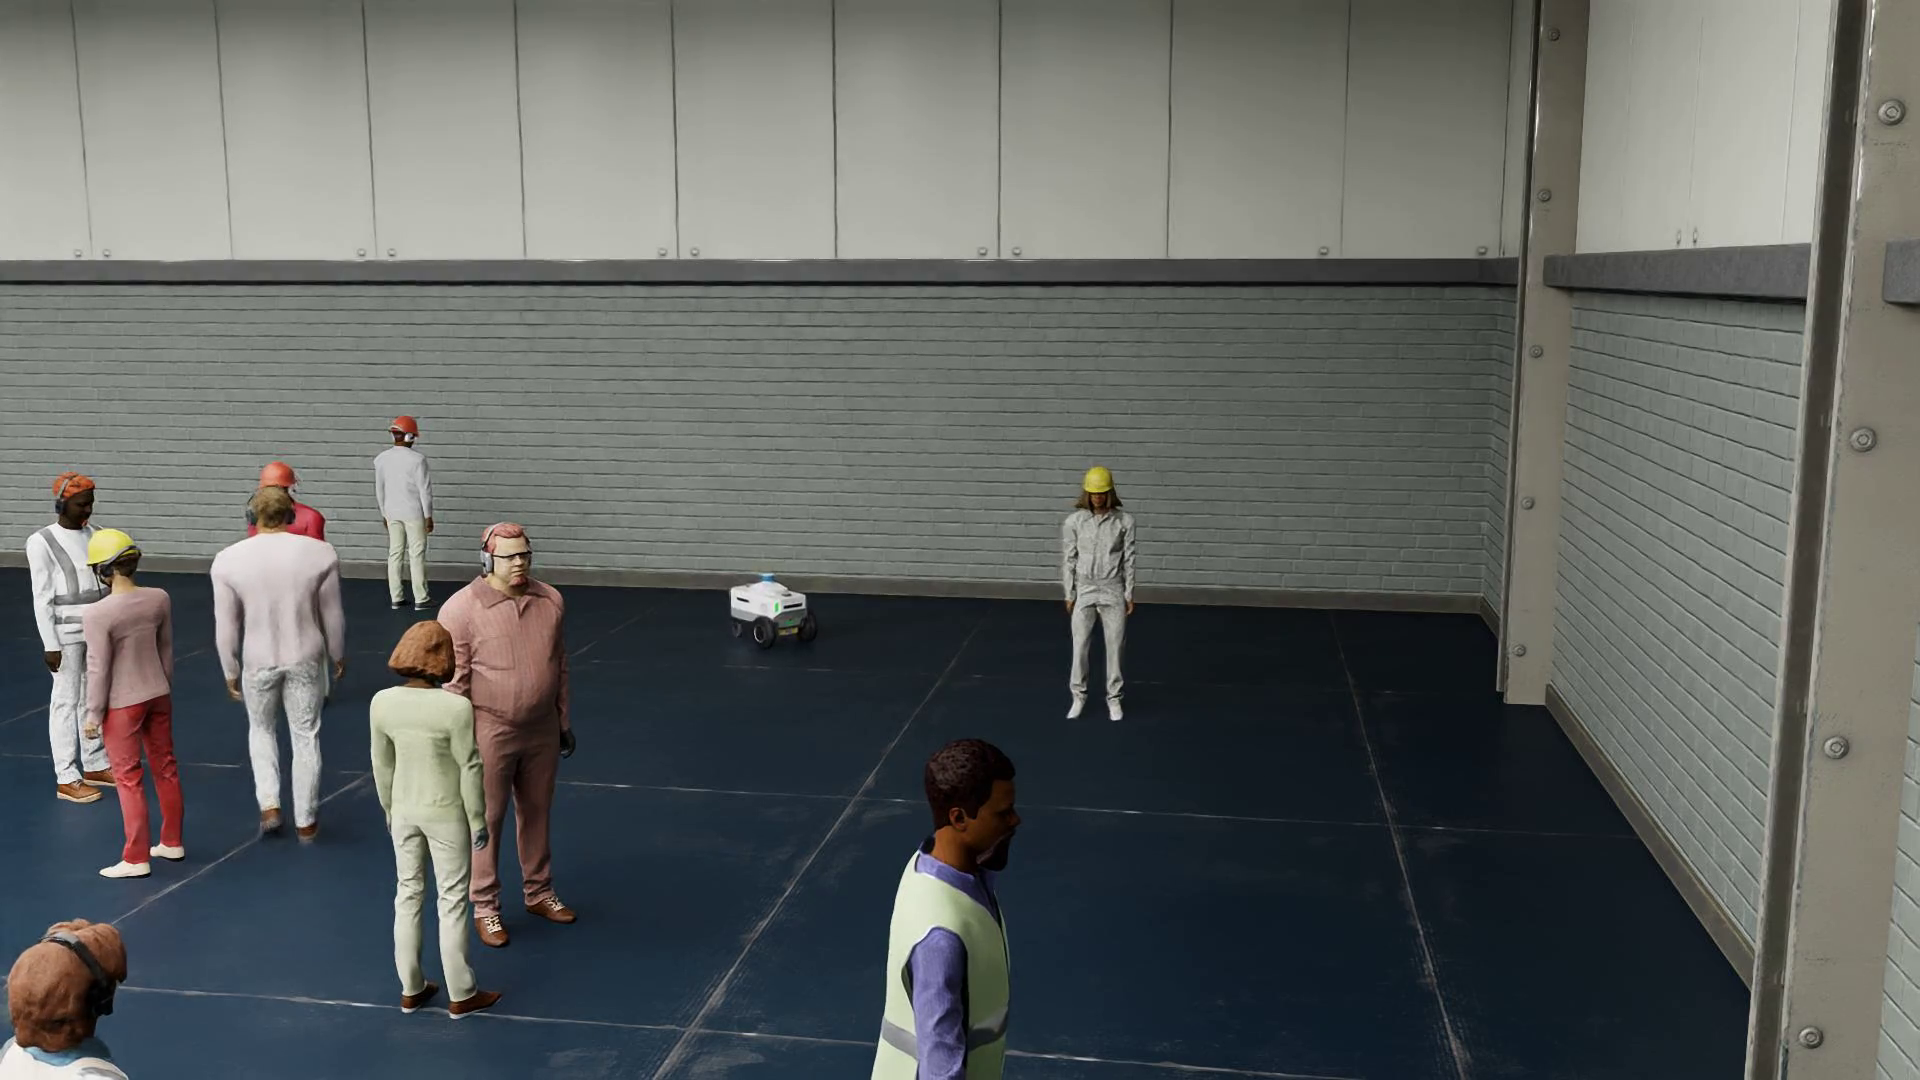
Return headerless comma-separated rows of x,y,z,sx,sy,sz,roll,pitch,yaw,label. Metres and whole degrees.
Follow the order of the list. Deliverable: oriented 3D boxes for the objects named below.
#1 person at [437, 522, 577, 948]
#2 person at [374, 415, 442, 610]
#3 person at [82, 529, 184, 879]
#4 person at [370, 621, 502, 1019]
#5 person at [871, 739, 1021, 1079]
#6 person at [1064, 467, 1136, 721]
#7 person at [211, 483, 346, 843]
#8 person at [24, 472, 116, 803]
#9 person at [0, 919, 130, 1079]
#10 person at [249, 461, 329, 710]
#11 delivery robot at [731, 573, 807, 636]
-2.030,0.864,7.578,0.410,1.909,0.643,8,12,41,person
-4.946,-0.243,14.905,0.561,1.743,0.336,3,10,19,person
-4.162,0.815,8.338,0.321,1.761,0.522,3,10,18,person
-2.143,1.132,6.767,0.498,1.633,0.278,3,10,19,person
-0.036,1.420,4.160,0.392,1.911,0.584,0,9,2,person
0.940,0.364,11.205,0.483,1.733,0.336,1,9,5,person
-3.615,0.648,8.895,0.642,1.919,0.622,-4,10,-21,person
-5.071,0.549,9.586,0.356,1.887,0.572,2,9,9,person
-1.895,1.632,3.644,0.523,1.645,0.306,6,11,35,person
-4.617,0.325,11.411,0.567,1.744,0.365,2,9,9,person
-1.567,0.517,13.590,0.477,0.478,0.707,-8,12,-40,delivery robot
